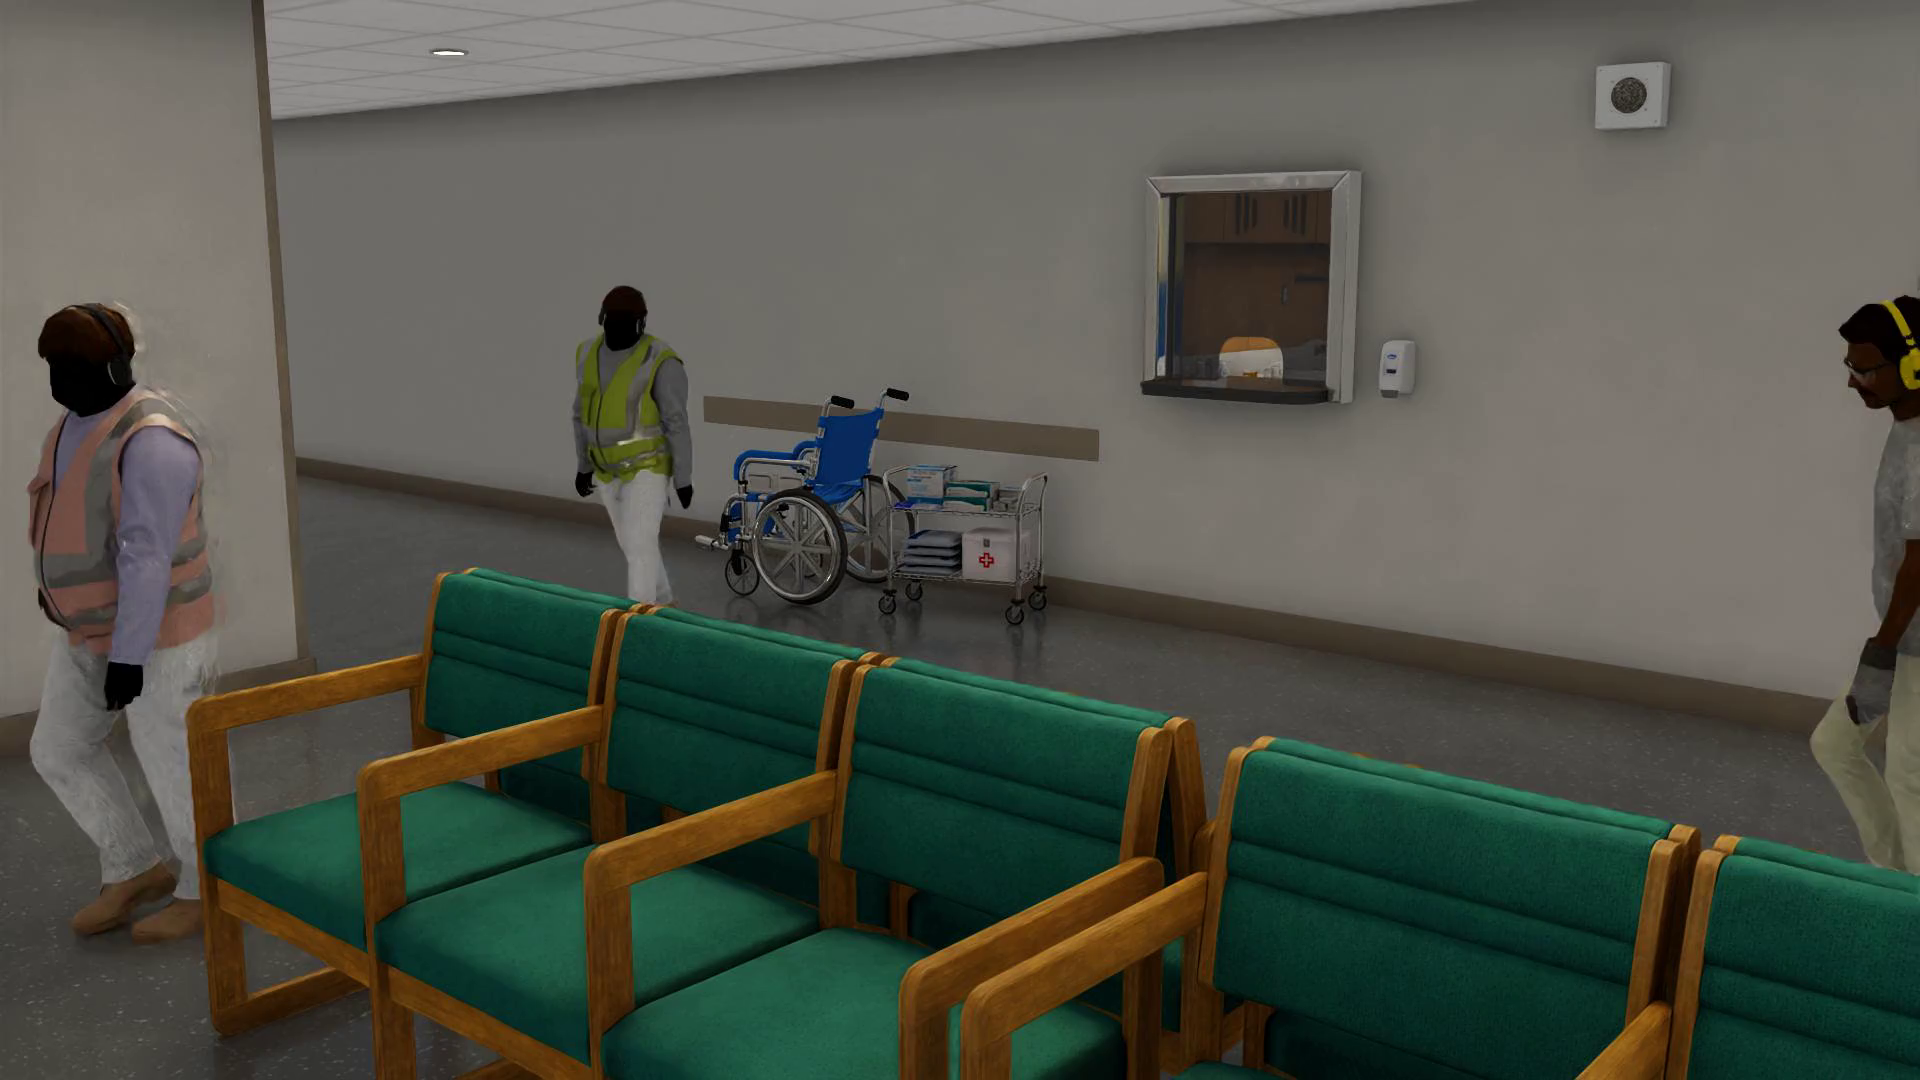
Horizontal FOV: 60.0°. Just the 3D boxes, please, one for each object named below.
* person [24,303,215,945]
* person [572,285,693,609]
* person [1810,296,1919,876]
[{"bbox_3d":[-2.327,0.254,4.626,0.653,1.808,0.523,8,12,37],"label":"person"},{"bbox_3d":[-1.571,-0.361,8.226,0.669,1.800,0.790,7,12,33],"label":"person"},{"bbox_3d":[2.520,0.272,4.447,0.492,1.833,0.608,5,11,26],"label":"person"}]
